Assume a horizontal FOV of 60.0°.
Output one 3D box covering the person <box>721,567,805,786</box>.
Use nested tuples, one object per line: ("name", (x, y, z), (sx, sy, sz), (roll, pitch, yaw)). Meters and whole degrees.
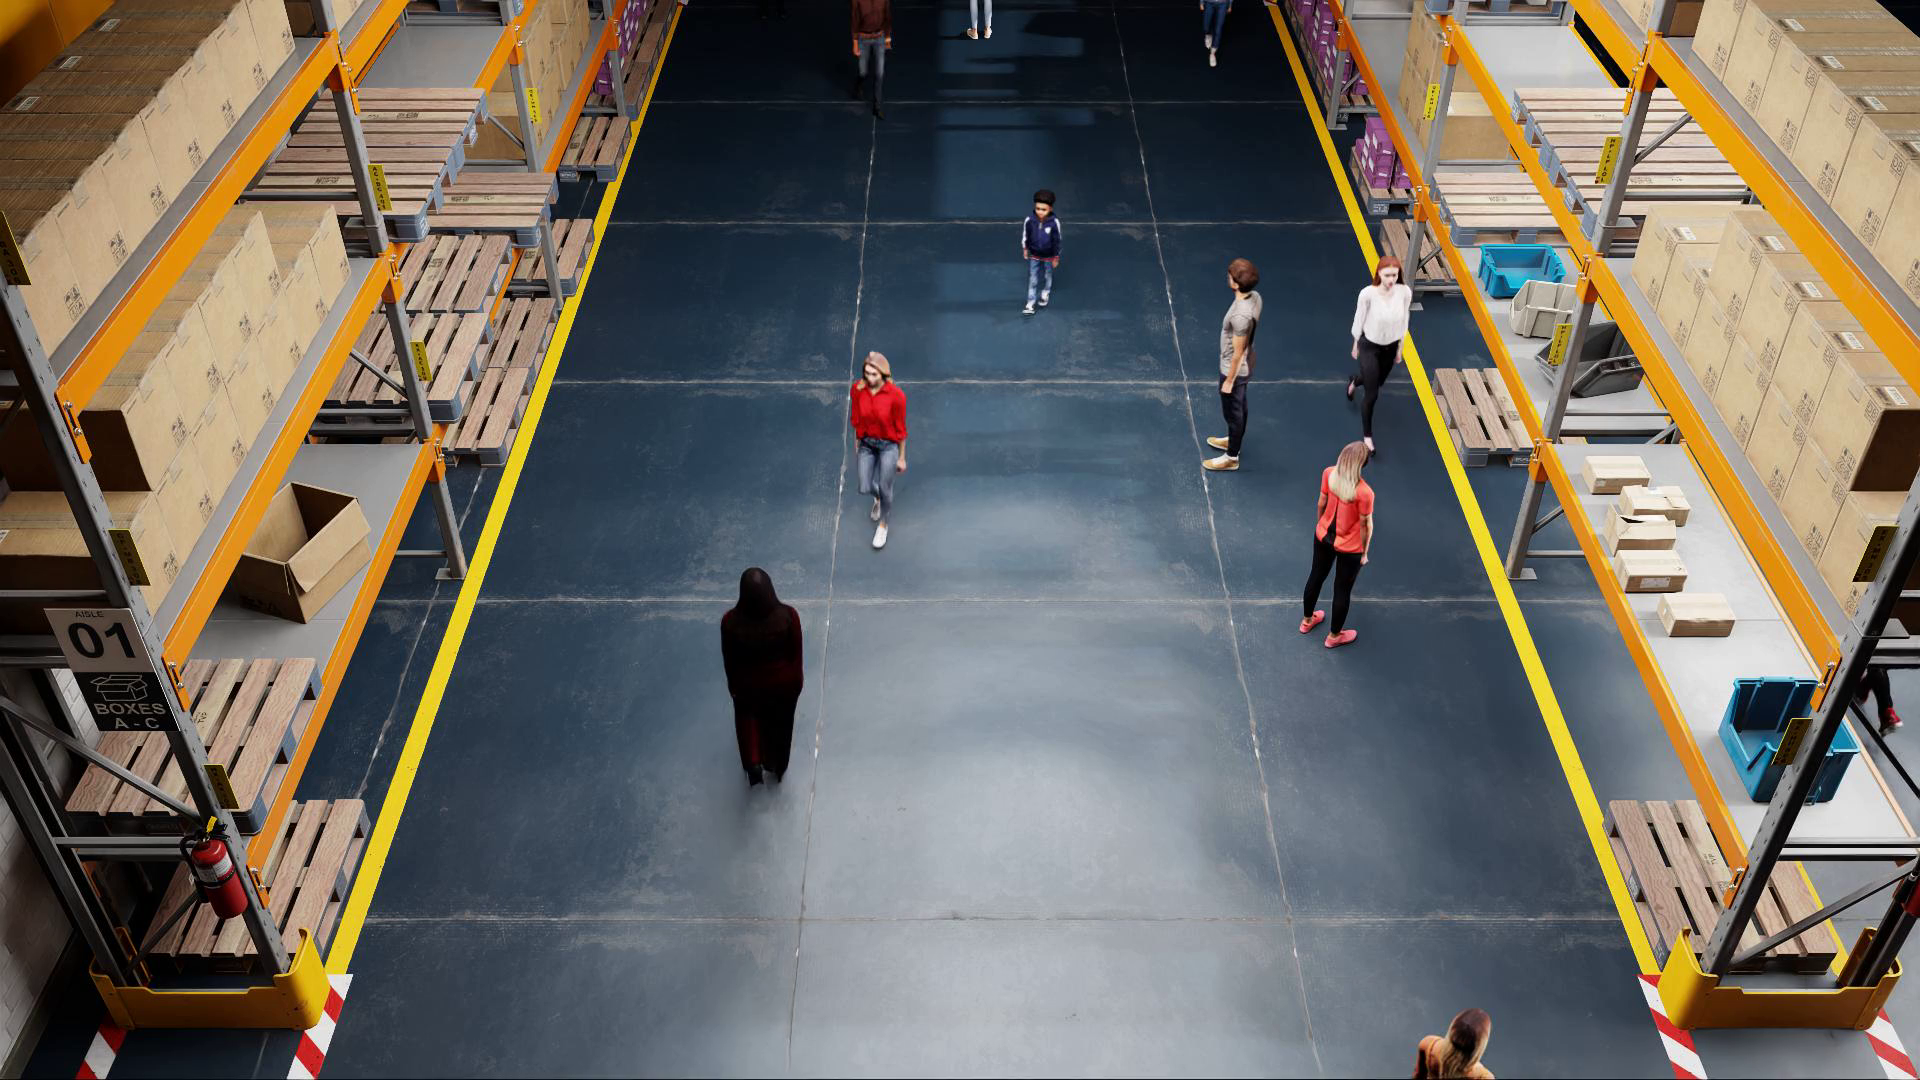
("person", (-1.219, 0.943, 10.535), (0.684, 1.751, 0.737), (-4, 39, -5))

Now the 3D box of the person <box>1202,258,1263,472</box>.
("person", (2.231, -1.408, 13.366), (0.765, 1.894, 0.609), (11, 40, 13))

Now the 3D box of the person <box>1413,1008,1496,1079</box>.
("person", (2.371, 2.878, 8.215), (0.704, 1.623, 0.637), (-30, 47, -32))

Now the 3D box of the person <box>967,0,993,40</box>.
("person", (0.243, -7.118, 20.594), (0.630, 1.796, 0.572), (-8, 39, -10))

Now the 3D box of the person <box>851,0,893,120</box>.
("person", (-1.044, -5.688, 18.825), (0.838, 1.768, 1.000), (-13, 40, -16))

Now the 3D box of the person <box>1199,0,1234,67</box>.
("person", (3.106, -6.519, 20.111), (0.602, 1.461, 0.814), (4, 39, 4))

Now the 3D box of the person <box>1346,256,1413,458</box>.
("person", (3.423, -1.594, 13.732), (0.725, 1.727, 1.132), (-5, 39, -7))

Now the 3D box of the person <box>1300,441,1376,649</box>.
("person", (2.675, 0.013, 11.747), (0.737, 1.693, 0.661), (-28, 46, -30))

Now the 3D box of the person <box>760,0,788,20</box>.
("person", (-2.417, -7.505, 21.164), (0.611, 1.689, 0.587), (-5, 39, -6))

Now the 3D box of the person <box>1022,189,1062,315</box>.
("person", (0.791, -2.734, 15.580), (0.658, 1.203, 0.822), (10, 40, 12))

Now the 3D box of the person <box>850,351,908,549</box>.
("person", (-0.583, -0.737, 12.684), (0.717, 1.695, 0.777), (10, 40, 12))
